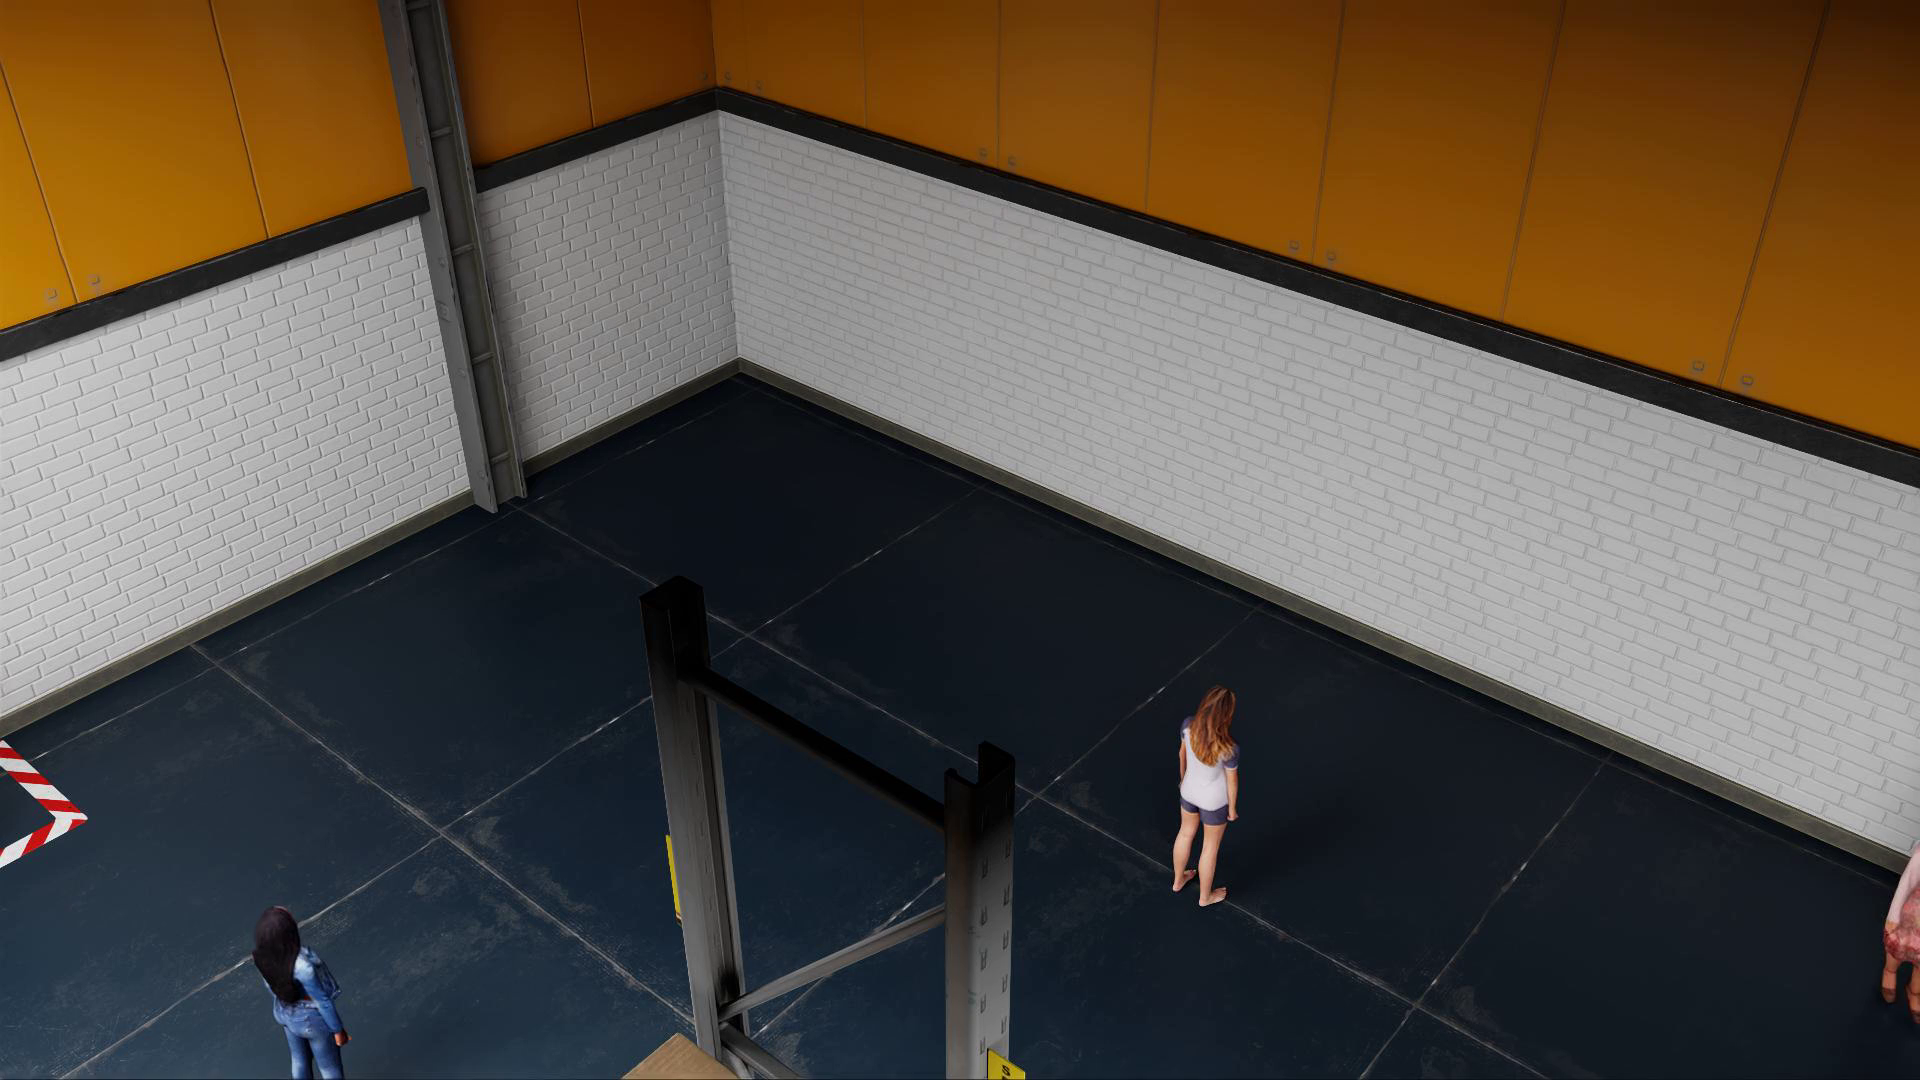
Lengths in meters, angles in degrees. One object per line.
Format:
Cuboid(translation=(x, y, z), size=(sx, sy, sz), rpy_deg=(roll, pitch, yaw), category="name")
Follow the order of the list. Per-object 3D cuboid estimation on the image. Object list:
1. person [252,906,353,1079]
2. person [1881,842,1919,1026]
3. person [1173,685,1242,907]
Cuboid(translation=(-3.635, 2.663, 9.241), size=(0.643, 1.711, 0.569), rpy_deg=(18, 38, 25), category="person")
Cuboid(translation=(5.839, 2.186, 10.004), size=(0.757, 1.660, 0.815), rpy_deg=(4, 34, 7), category="person")
Cuboid(translation=(1.583, 1.648, 10.750), size=(0.619, 1.730, 0.558), rpy_deg=(29, 43, 36), category="person")
